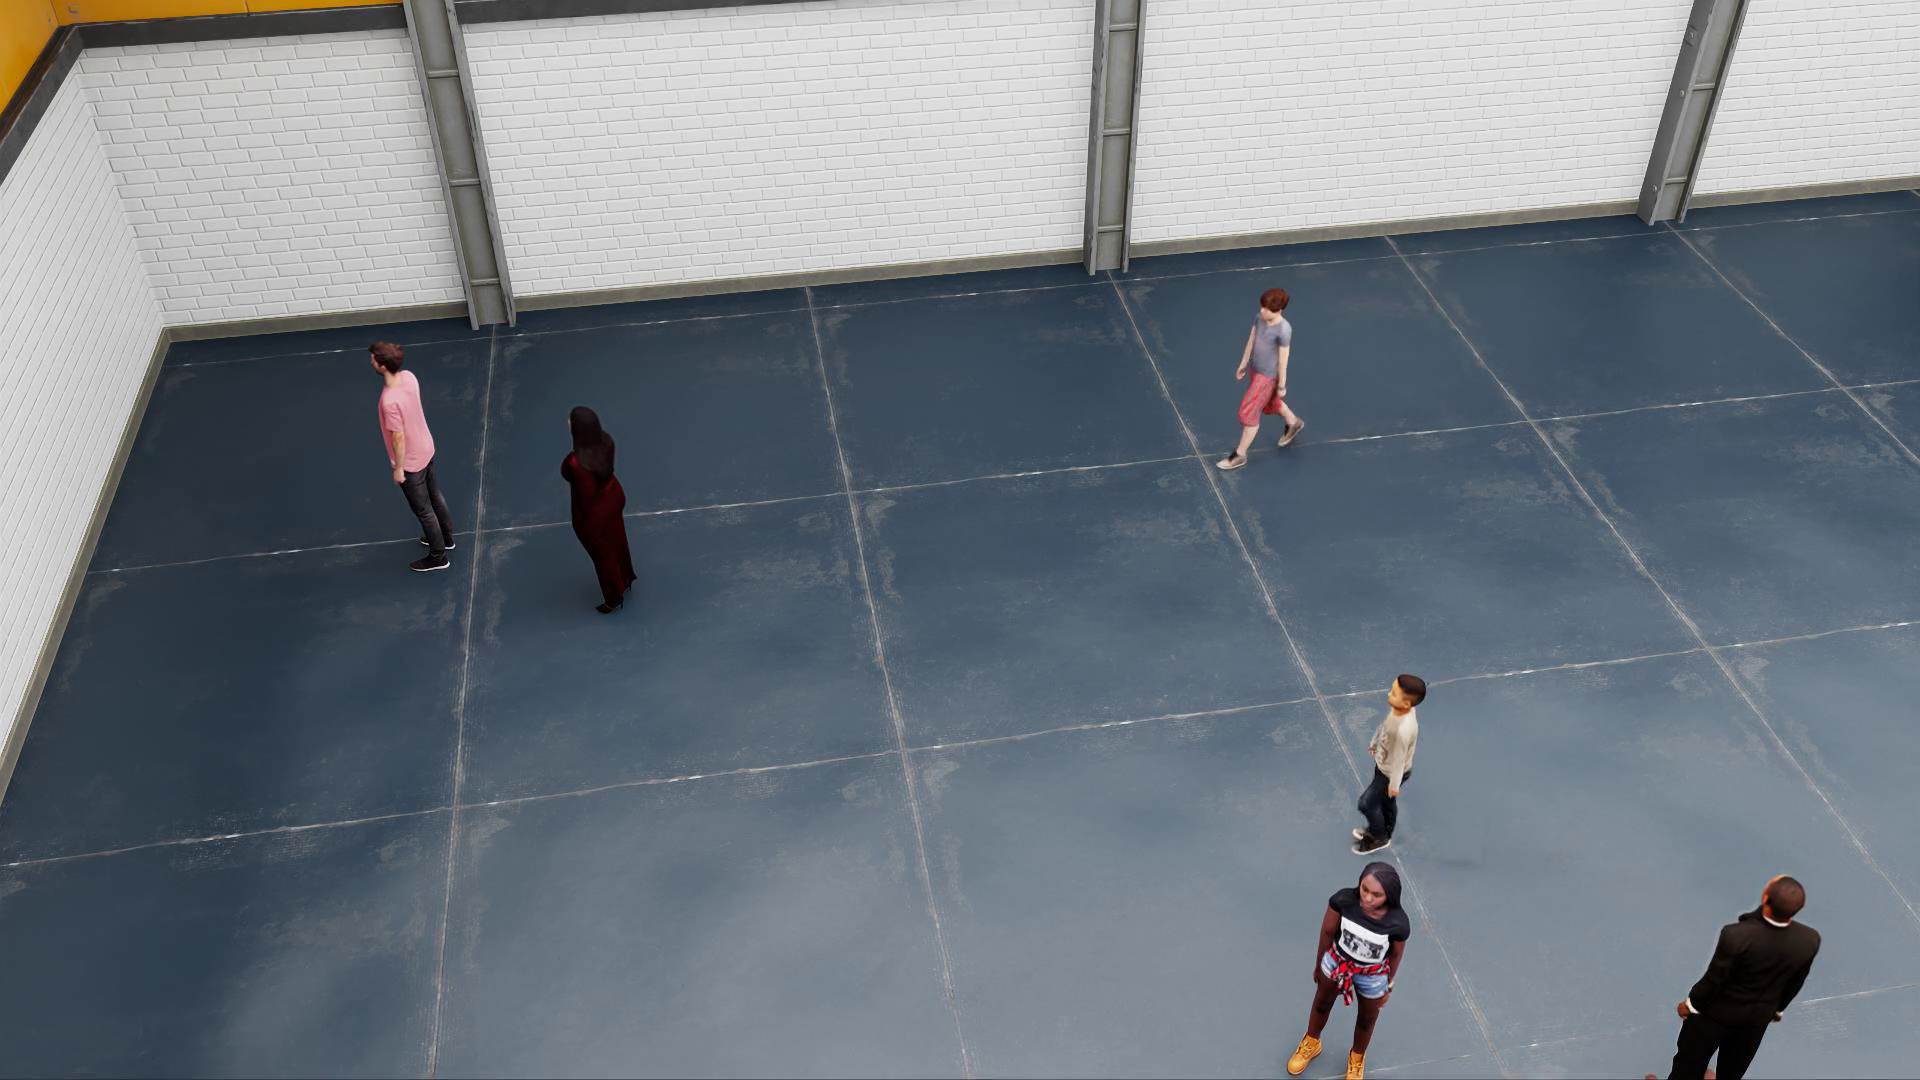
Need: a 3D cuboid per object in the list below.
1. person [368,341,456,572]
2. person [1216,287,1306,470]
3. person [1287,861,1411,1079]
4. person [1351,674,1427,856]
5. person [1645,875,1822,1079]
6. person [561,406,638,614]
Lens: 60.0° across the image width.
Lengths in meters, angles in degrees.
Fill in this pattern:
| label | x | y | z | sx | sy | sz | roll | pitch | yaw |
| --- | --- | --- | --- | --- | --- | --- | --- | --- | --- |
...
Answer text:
| label | x | y | z | sx | sy | sz | roll | pitch | yaw |
| --- | --- | --- | --- | --- | --- | --- | --- | --- | --- |
| person | -4.100 | -0.637 | 12.481 | 0.610 | 1.958 | 0.659 | 1 | 39 | 1 |
| person | 2.581 | -1.367 | 13.663 | 1.170 | 1.624 | 0.750 | -14 | 41 | -17 |
| person | 2.127 | 2.327 | 8.953 | 0.707 | 1.729 | 0.784 | 17 | 42 | 21 |
| person | 2.746 | 1.410 | 10.323 | 0.613 | 1.452 | 0.627 | 4 | 39 | 5 |
| person | 4.057 | 2.423 | 8.692 | 0.602 | 1.904 | 0.784 | 0 | 39 | 0 |
| person | -2.623 | -0.236 | 12.140 | 0.730 | 1.757 | 0.745 | 7 | 39 | 9 |
